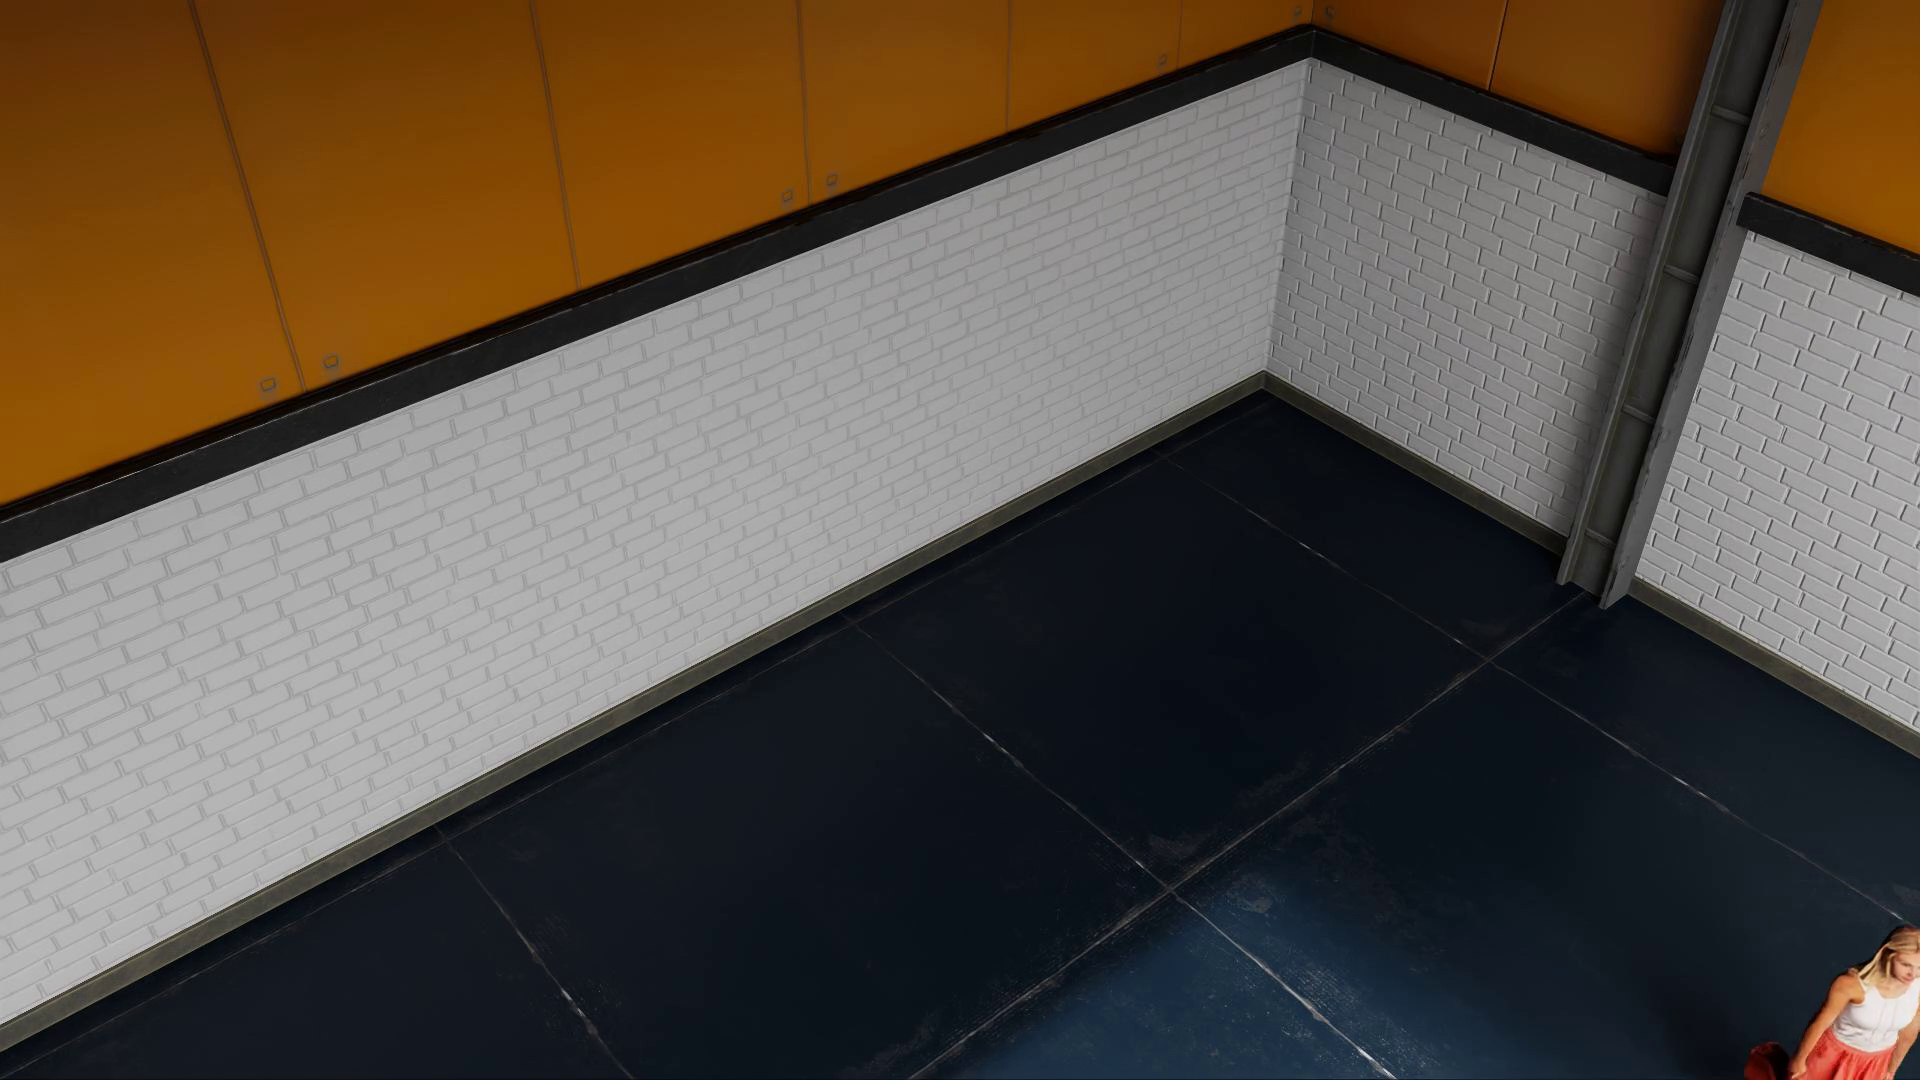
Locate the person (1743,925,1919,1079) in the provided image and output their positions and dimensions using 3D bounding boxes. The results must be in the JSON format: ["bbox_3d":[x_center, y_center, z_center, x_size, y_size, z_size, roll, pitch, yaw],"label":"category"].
[{"bbox_3d":[4.046,2.306,7.680,0.941,1.789,1.018,1,39,1],"label":"person"}]
